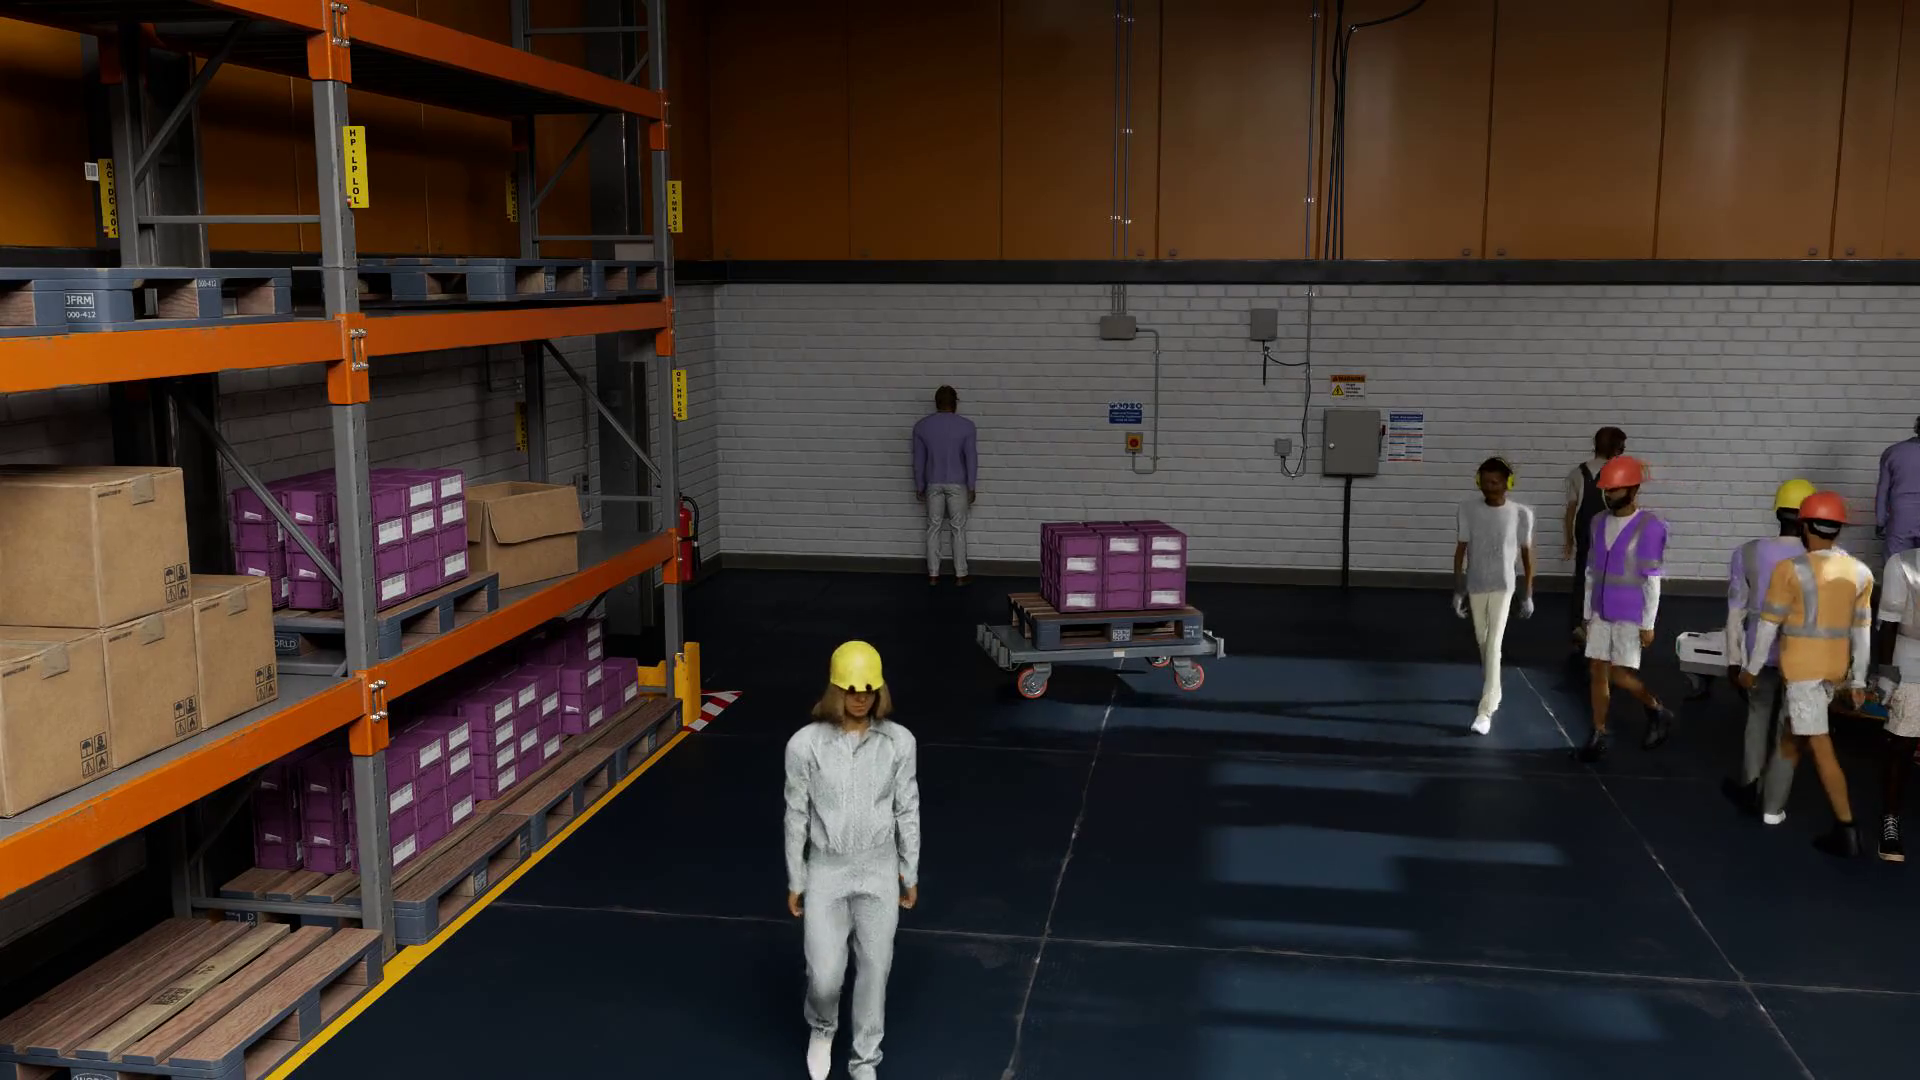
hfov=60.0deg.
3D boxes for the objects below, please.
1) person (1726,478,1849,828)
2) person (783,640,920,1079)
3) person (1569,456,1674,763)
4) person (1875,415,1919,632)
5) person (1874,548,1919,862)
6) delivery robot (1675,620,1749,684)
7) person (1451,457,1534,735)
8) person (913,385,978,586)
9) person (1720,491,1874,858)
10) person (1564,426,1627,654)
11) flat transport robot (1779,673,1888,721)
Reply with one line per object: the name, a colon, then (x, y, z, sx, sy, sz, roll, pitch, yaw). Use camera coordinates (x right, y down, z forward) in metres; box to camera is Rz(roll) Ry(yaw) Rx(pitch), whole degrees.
person: (4.564, 0.607, 9.170, 0.597, 1.904, 0.666, 6, 11, 35)
person: (-0.379, 1.204, 5.991, 0.503, 1.731, 0.379, -3, 10, -18)
person: (4.095, 0.427, 10.227, 0.599, 1.920, 0.545, -4, 10, -24)
person: (7.990, -0.141, 13.852, 0.662, 1.894, 0.402, 6, 11, 34)
person: (5.010, 0.683, 8.509, 0.608, 1.966, 0.365, 2, 9, 10)
delivery robot: (5.467, 0.808, 11.791, 0.707, 0.478, 0.477, 6, 11, 35)
person: (3.569, 0.339, 11.145, 0.493, 1.810, 1.018, 6, 11, 33)
person: (-0.139, -0.519, 16.023, 0.629, 1.937, 0.379, 2, 9, 13)
person: (4.508, 0.680, 8.843, 0.546, 1.866, 1.027, -3, 10, -17)
person: (4.972, 0.022, 13.010, 0.426, 1.827, 0.599, -9, 13, -43)
flat transport robot: (6.378, 1.092, 11.202, 1.431, 0.197, 0.652, 8, 12, 39)
